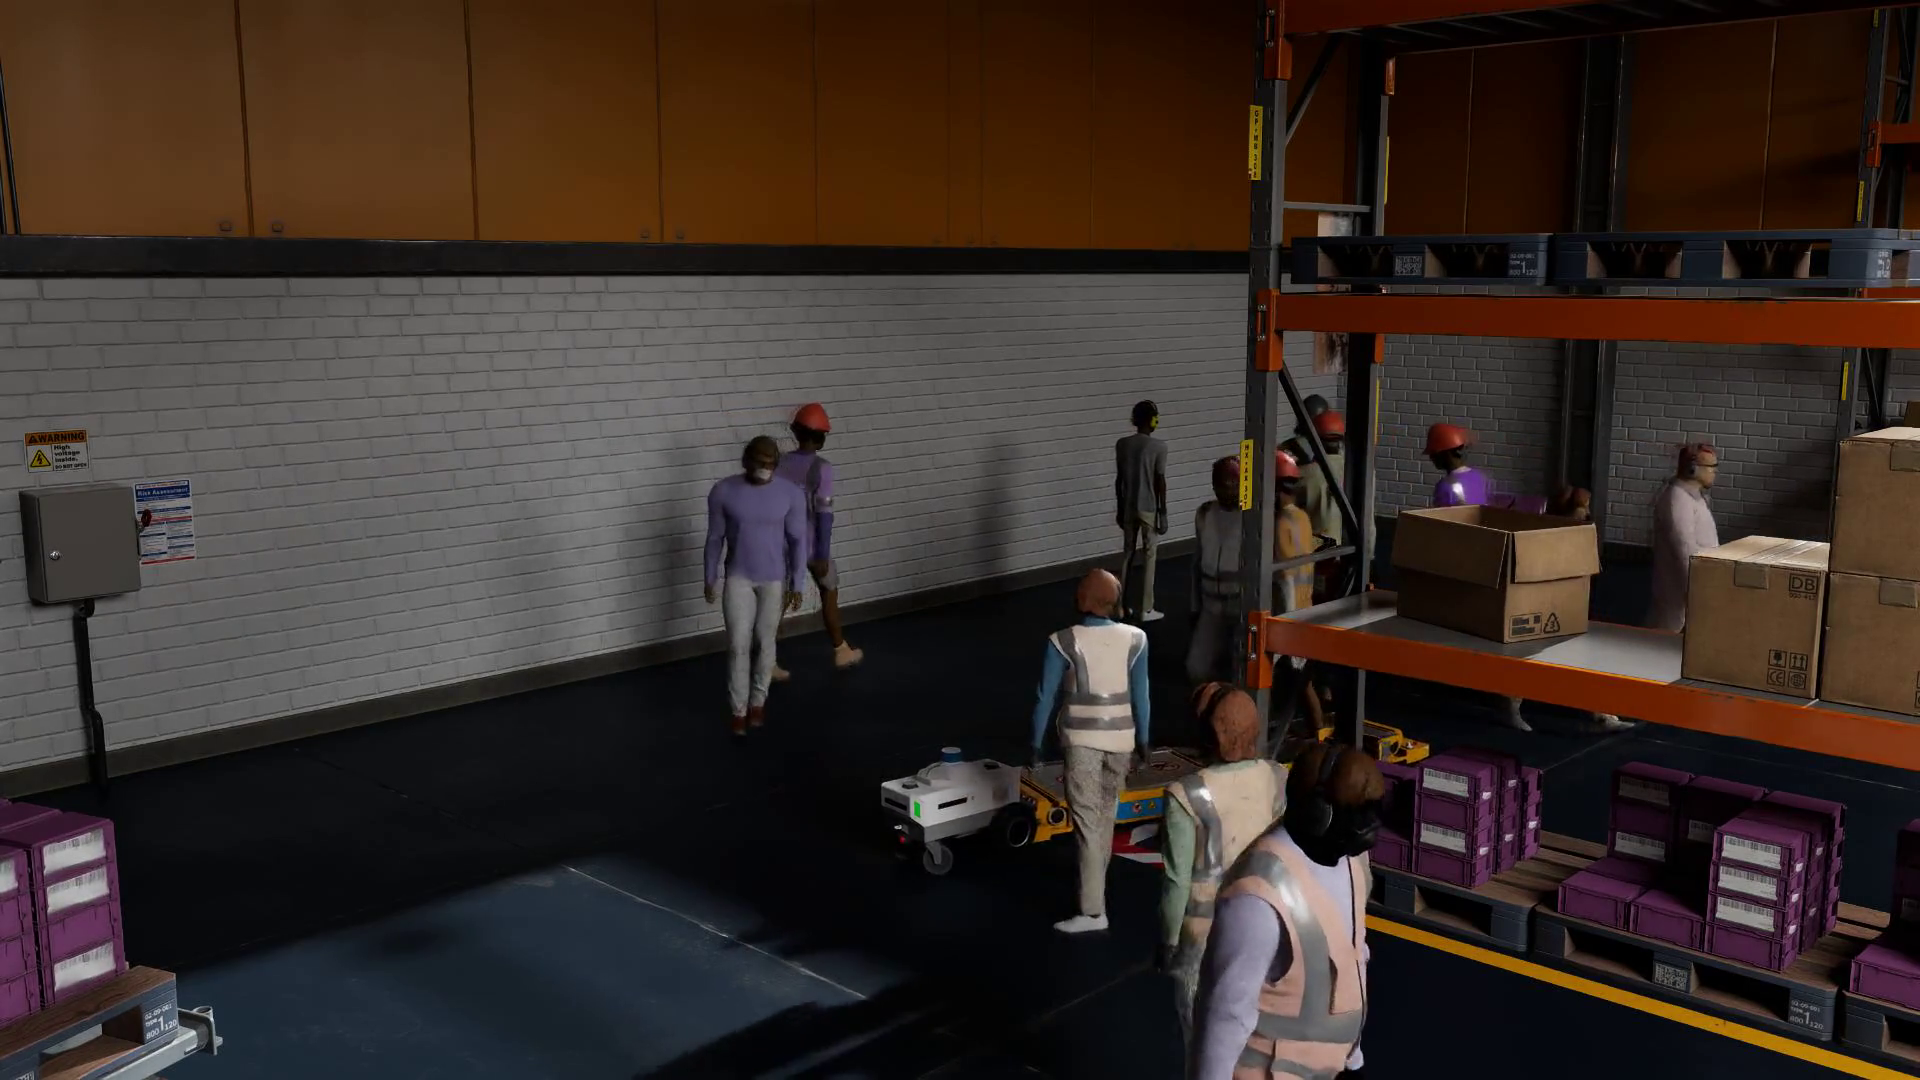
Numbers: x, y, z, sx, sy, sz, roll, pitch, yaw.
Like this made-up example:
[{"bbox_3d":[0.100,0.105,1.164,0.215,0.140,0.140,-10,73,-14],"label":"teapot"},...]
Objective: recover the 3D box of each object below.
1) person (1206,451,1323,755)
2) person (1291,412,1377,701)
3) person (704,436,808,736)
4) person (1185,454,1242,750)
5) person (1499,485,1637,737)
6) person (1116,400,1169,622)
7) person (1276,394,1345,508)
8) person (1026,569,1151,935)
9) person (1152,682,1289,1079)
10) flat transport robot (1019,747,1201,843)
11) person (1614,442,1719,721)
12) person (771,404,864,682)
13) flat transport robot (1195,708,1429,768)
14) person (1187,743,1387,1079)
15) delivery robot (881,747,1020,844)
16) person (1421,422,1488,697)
[{"bbox_3d":[1.835,0.434,9.708,0.789,1.901,0.567,5,11,28],"label":"person"},{"bbox_3d":[2.545,0.087,11.622,0.650,1.951,0.986,0,9,2],"label":"person"},{"bbox_3d":[-1.291,0.294,10.537,0.658,1.906,0.793,-1,9,-6],"label":"person"},{"bbox_3d":[1.599,0.419,9.843,0.617,1.871,0.400,8,12,40],"label":"person"},{"bbox_3d":[3.805,0.466,10.404,0.534,1.585,0.893,-8,12,-39],"label":"person"},{"bbox_3d":[1.525,-0.241,13.965,0.502,1.860,0.328,7,12,38],"label":"person"},{"bbox_3d":[2.634,-0.102,12.539,0.694,2.000,0.537,3,10,16],"label":"person"},{"bbox_3d":[0.585,0.929,7.601,0.568,1.585,0.792,-4,10,-21],"label":"person"},{"bbox_3d":[0.848,1.265,5.381,0.520,1.642,0.309,-6,11,-32],"label":"person"},{"bbox_3d":[0.788,1.359,8.991,1.431,0.197,0.652,-4,10,-24],"label":"flat transport robot"},{"bbox_3d":[4.535,0.296,10.639,0.909,1.878,0.622,6,11,34],"label":"person"},{"bbox_3d":[-1.127,0.015,11.987,0.632,1.993,1.051,7,11,35],"label":"person"},{"bbox_3d":[2.041,1.233,9.762,1.431,0.197,0.652,-7,12,-37],"label":"flat transport robot"},{"bbox_3d":[0.729,1.360,4.436,0.965,1.776,0.616,5,10,27],"label":"person"},{"bbox_3d":[-0.044,1.280,8.320,0.707,0.478,0.477,-7,12,-38],"label":"delivery robot"},{"bbox_3d":[3.382,0.141,11.434,0.588,1.906,0.433,-9,13,-43],"label":"person"}]
